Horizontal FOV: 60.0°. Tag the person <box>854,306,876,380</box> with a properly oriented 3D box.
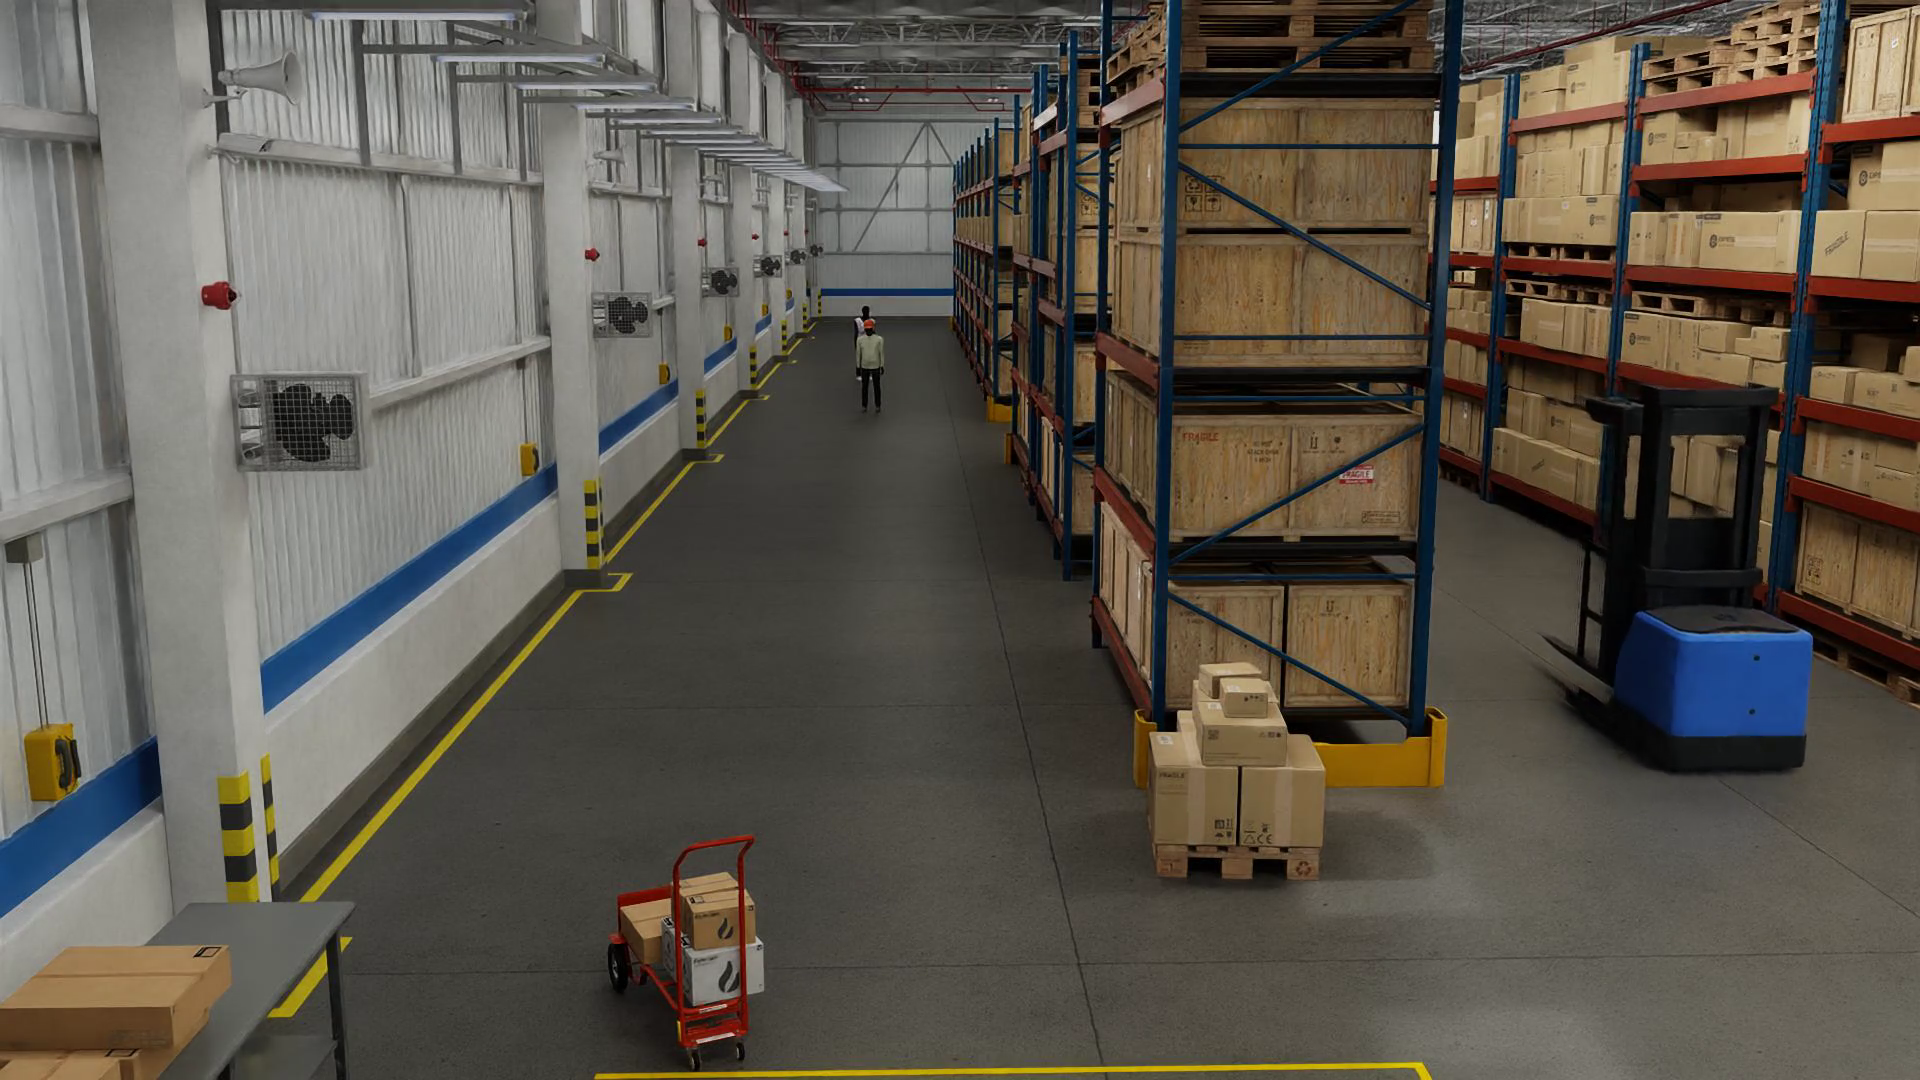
[{"bbox_3d":[-2.438,-5.048,42.655,0.593,1.910,0.388,-6,12,-27],"label":"person"}]

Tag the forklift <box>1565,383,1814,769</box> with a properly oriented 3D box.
[{"bbox_3d":[5.703,0.184,12.891,1.129,2.768,1.873,0,11,-2],"label":"forklift"}]

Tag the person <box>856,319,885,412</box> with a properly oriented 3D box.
[{"bbox_3d":[-1.919,-3.714,35.513,0.618,1.989,0.401,0,11,1],"label":"person"}]
